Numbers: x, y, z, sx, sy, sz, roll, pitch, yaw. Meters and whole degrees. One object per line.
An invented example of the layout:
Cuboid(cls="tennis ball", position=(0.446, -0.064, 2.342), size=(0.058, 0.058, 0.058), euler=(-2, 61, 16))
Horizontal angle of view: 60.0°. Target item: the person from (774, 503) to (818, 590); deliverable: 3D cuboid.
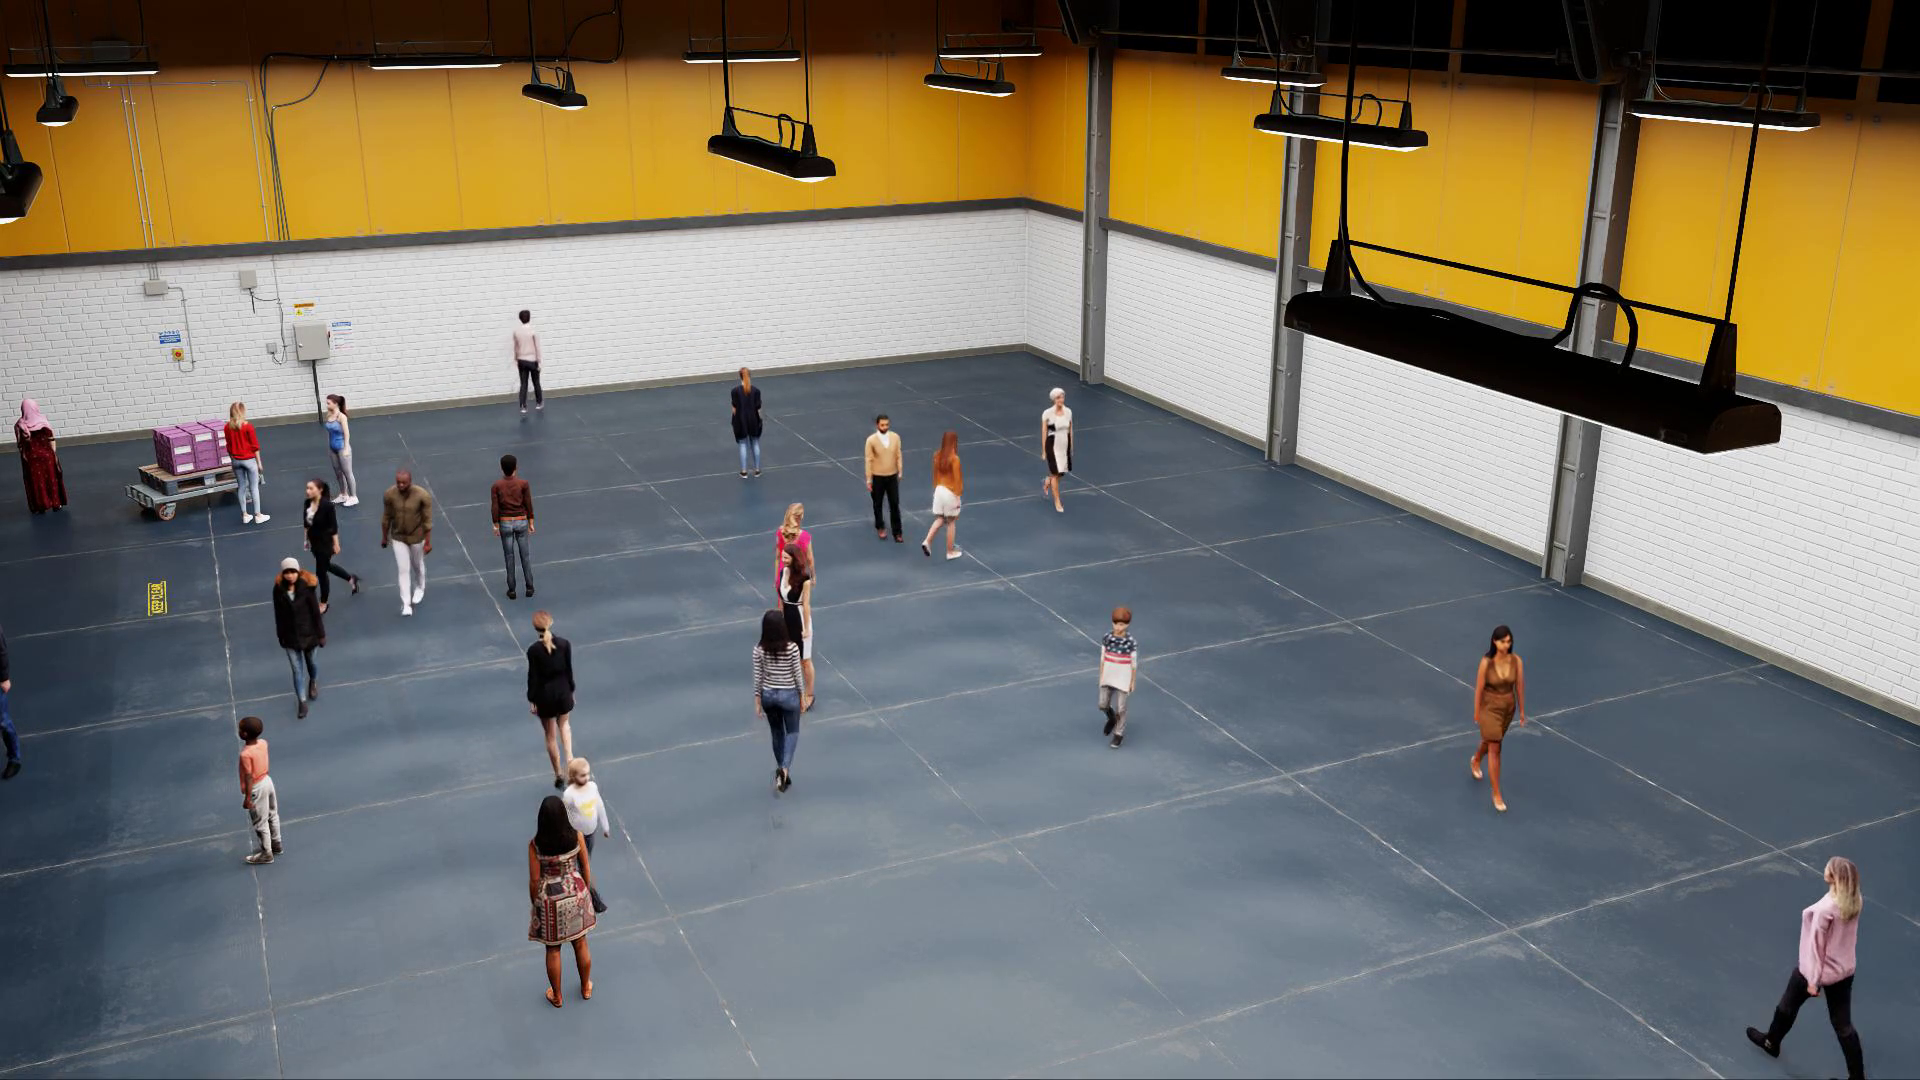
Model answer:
Cuboid(cls="person", position=(-1.869, 0.454, 18.293), size=(0.864, 1.706, 0.923), euler=(6, 20, 18))

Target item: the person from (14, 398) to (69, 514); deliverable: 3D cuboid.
Cuboid(cls="person", position=(-12.901, -1.187, 23.274), size=(0.646, 1.639, 0.582), euler=(-8, 20, -23))

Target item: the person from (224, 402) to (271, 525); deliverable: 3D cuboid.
Cuboid(cls="person", position=(-9.805, -1.061, 22.796), size=(0.688, 1.704, 0.689), euler=(2, 19, 7))

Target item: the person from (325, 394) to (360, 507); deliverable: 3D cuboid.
Cuboid(cls="person", position=(-8.801, -1.284, 23.610), size=(0.603, 1.608, 0.707), euler=(13, 23, 34))

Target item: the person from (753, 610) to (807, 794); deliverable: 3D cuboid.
Cuboid(cls="person", position=(-1.639, 1.518, 15.022), size=(0.850, 1.778, 0.997), euler=(1, 19, 4))

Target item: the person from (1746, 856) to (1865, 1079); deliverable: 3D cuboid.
Cuboid(cls="person", position=(5.845, 2.920, 11.065), size=(0.623, 1.647, 1.108), euler=(-8, 20, -22))

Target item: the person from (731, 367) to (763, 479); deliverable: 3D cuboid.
Cuboid(cls="person", position=(-3.189, -1.766, 24.923), size=(0.680, 1.683, 0.635), euler=(-4, 19, -11))

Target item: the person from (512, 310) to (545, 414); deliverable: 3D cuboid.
Cuboid(cls="person", position=(-7.438, -3.018, 28.498), size=(0.956, 1.774, 1.198), euler=(0, 19, 1))

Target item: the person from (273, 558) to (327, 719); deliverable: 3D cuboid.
Cuboid(cls="person", position=(-6.734, 0.947, 17.003), size=(0.750, 1.595, 1.098), euler=(-5, 19, -14))

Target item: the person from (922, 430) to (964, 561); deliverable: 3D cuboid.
Cuboid(cls="person", position=(-0.227, -0.545, 21.256), size=(0.857, 1.710, 0.836), euler=(17, 25, 42))

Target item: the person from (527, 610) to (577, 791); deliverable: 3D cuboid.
Cuboid(cls="person", position=(-3.672, 1.490, 15.137), size=(0.645, 1.758, 0.666), euler=(-13, 22, -33))

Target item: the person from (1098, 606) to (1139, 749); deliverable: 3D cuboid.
Cuboid(cls="person", position=(1.552, 1.300, 16.211), size=(0.675, 1.432, 0.735), euler=(8, 20, 22))

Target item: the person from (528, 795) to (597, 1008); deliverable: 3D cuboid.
Cuboid(cls="person", position=(-2.891, 2.597, 12.028), size=(0.653, 1.645, 0.522), euler=(-9, 21, -26))

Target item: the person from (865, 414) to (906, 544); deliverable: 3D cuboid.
Cuboid(cls="person", position=(-1.031, -0.838, 22.107), size=(0.792, 1.722, 1.056), euler=(-5, 19, -15))

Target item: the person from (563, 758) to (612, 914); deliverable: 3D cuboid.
Cuboid(cls="person", position=(-3.086, 2.329, 13.424), size=(0.833, 1.260, 0.689), euler=(15, 24, 38))

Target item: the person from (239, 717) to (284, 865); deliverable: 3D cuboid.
Cuboid(cls="person", position=(-5.916, 2.094, 14.043), size=(0.621, 1.311, 0.544), euler=(3, 19, 9))

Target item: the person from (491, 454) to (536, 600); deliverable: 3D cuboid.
Cuboid(cls="person", position=(-5.366, -0.167, 20.019), size=(0.665, 1.782, 0.550), euler=(-6, 20, -18))

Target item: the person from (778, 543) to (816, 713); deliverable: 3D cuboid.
Cuboid(cls="person", position=(-1.647, 0.881, 16.890), size=(0.582, 1.794, 0.702), euler=(14, 23, 37))

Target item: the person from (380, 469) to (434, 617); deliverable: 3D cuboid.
Cuboid(cls="person", position=(-6.484, -0.027, 19.634), size=(0.966, 1.763, 1.261), euler=(-3, 19, -9))

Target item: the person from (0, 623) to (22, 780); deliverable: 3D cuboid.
Cuboid(cls="person", position=(-9.083, 1.306, 15.472), size=(0.759, 1.894, 0.736), euler=(0, 19, 1))

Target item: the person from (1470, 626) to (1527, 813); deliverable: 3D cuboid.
Cuboid(cls="person", position=(4.850, 1.554, 15.124), size=(0.708, 1.645, 1.103), euler=(-4, 19, -11))

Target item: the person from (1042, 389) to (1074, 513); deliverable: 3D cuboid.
Cuboid(cls="person", position=(1.338, -1.288, 23.414), size=(0.619, 1.741, 0.928), euler=(-8, 20, -22))

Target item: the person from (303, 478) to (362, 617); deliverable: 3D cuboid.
Cuboid(cls="person", position=(-7.449, 0.043, 19.630), size=(1.052, 1.633, 0.998), euler=(11, 22, 30))
